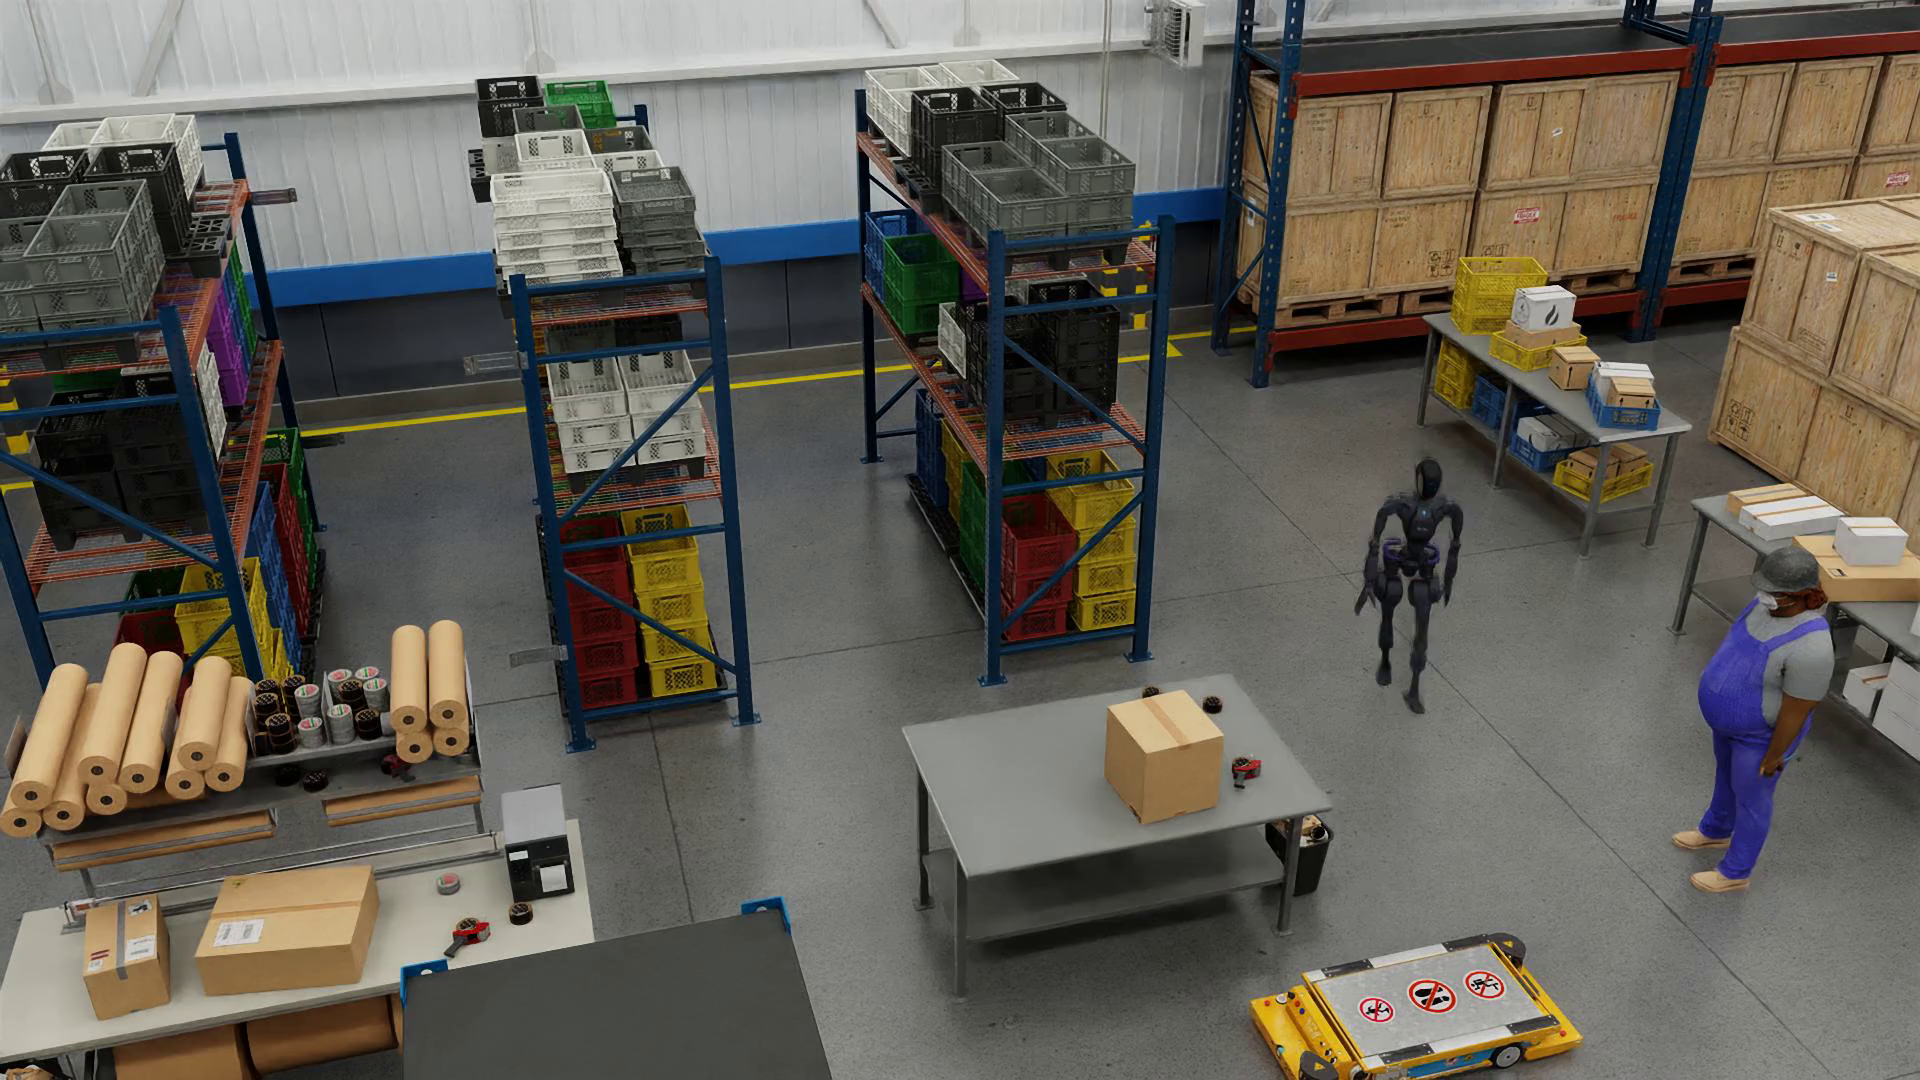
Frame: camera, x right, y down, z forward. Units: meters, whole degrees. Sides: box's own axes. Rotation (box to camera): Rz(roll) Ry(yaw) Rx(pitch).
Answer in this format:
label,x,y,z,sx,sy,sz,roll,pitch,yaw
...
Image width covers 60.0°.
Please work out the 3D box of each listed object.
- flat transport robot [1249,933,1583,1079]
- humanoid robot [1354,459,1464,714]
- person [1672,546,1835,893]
label,x,y,z,sx,sy,sz,roll,pitch,yaw
flat transport robot,2.184,2.282,7.980,1.431,0.197,0.652,-8,30,-14
humanoid robot,2.744,0.263,10.238,0.608,1.631,0.695,4,29,8
person,4.118,0.908,8.671,0.535,2.000,0.678,1,29,3
